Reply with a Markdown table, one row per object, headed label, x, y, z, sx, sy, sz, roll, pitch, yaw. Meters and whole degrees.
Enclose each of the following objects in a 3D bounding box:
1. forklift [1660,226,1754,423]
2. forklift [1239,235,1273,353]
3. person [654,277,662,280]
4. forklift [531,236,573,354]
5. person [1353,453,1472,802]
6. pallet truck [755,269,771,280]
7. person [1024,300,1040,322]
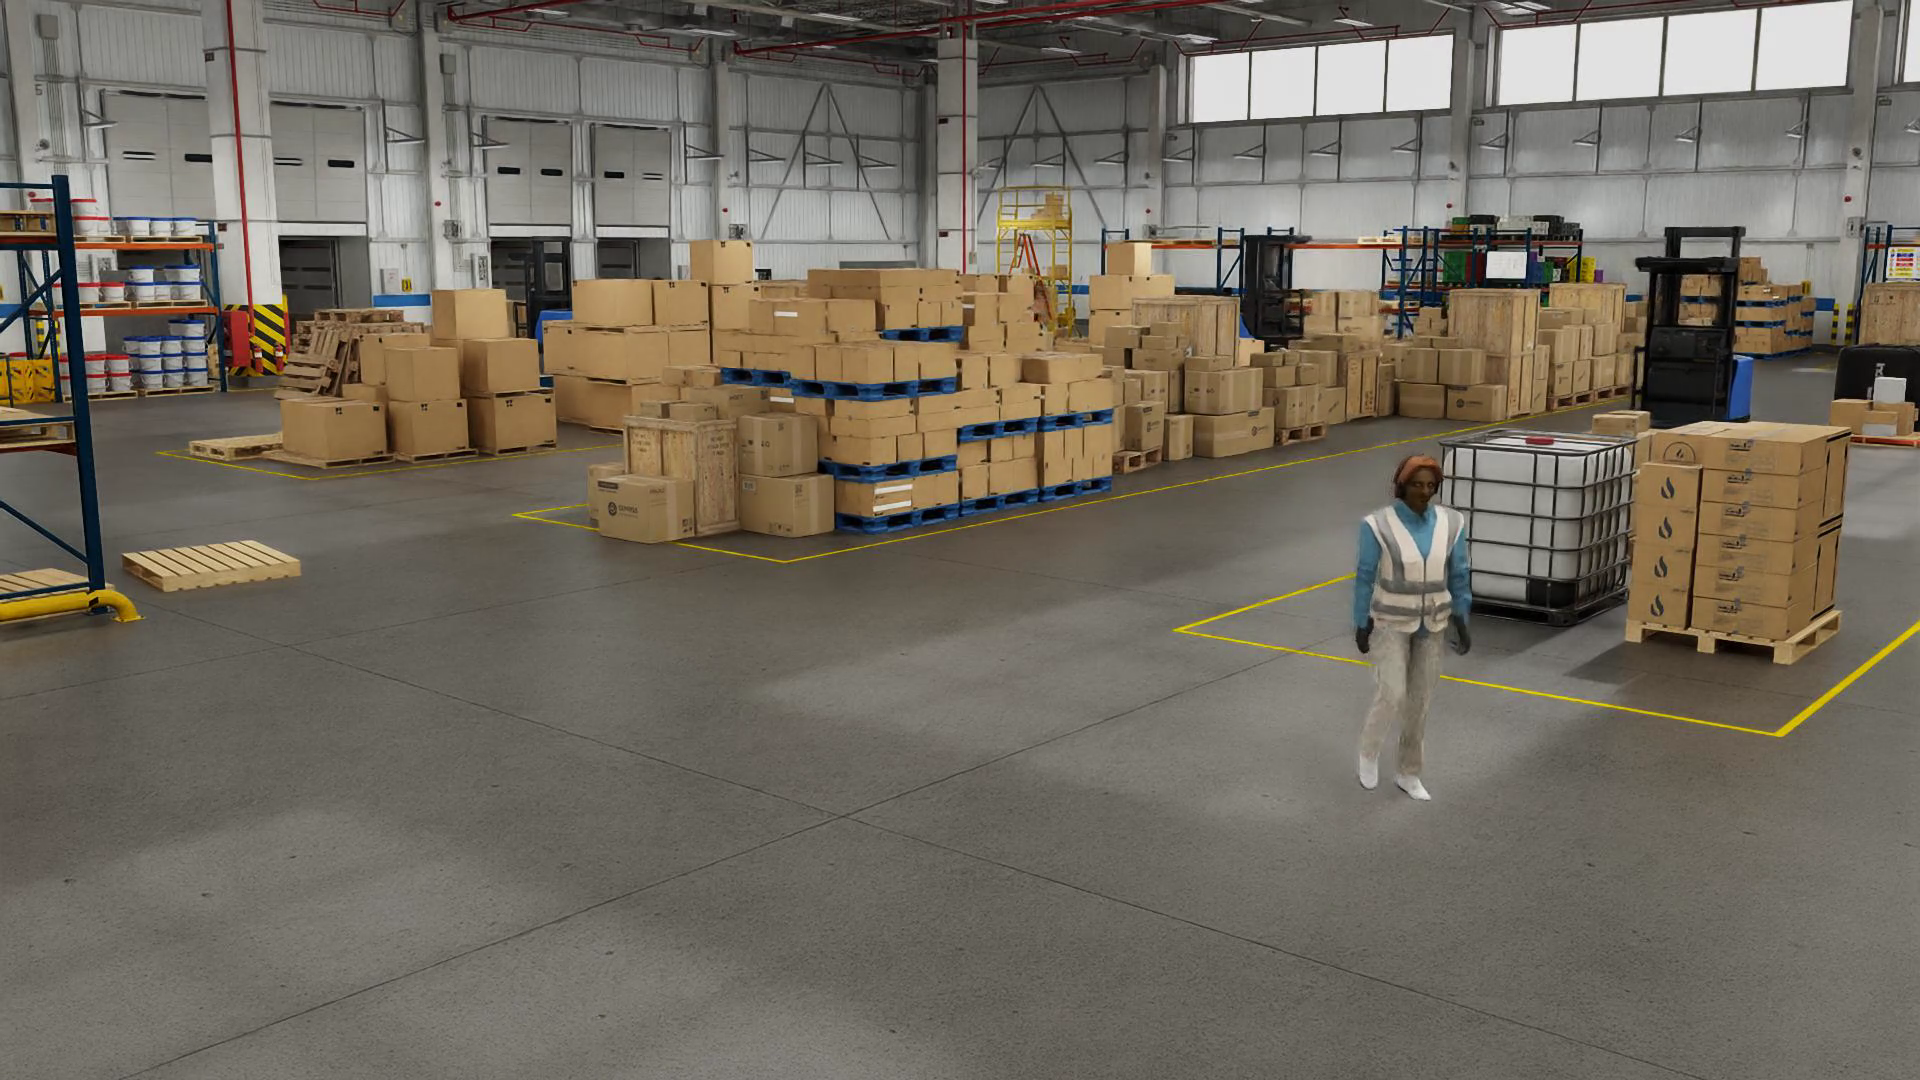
| label | x | y | z | sx | sy | sz | roll | pitch | yaw |
| --- | --- | --- | --- | --- | --- | --- | --- | --- | --- |
| forklift | 9.764 | -2.744 | 22.017 | 1.129 | 2.768 | 1.873 | 8 | 13 | 39 |
| forklift | 6.501 | -5.280 | 36.457 | 1.873 | 2.768 | 1.129 | 7 | 12 | 33 |
| person | -6.511 | -4.724 | 36.011 | 0.637 | 1.929 | 0.368 | -5 | 11 | -24 |
| forklift | -9.601 | -5.790 | 39.356 | 1.873 | 2.768 | 1.129 | 8 | 13 | 40 |
| person | 2.076 | 0.410 | 7.636 | 0.530 | 1.628 | 0.361 | -2 | 10 | -11 |
| pallet truck | -4.996 | -6.432 | 45.525 | 1.885 | 1.965 | 0.823 | -6 | 12 | -32 |
| person | 1.536 | -4.880 | 37.675 | 0.544 | 1.651 | 0.868 | 9 | 14 | 43 |
